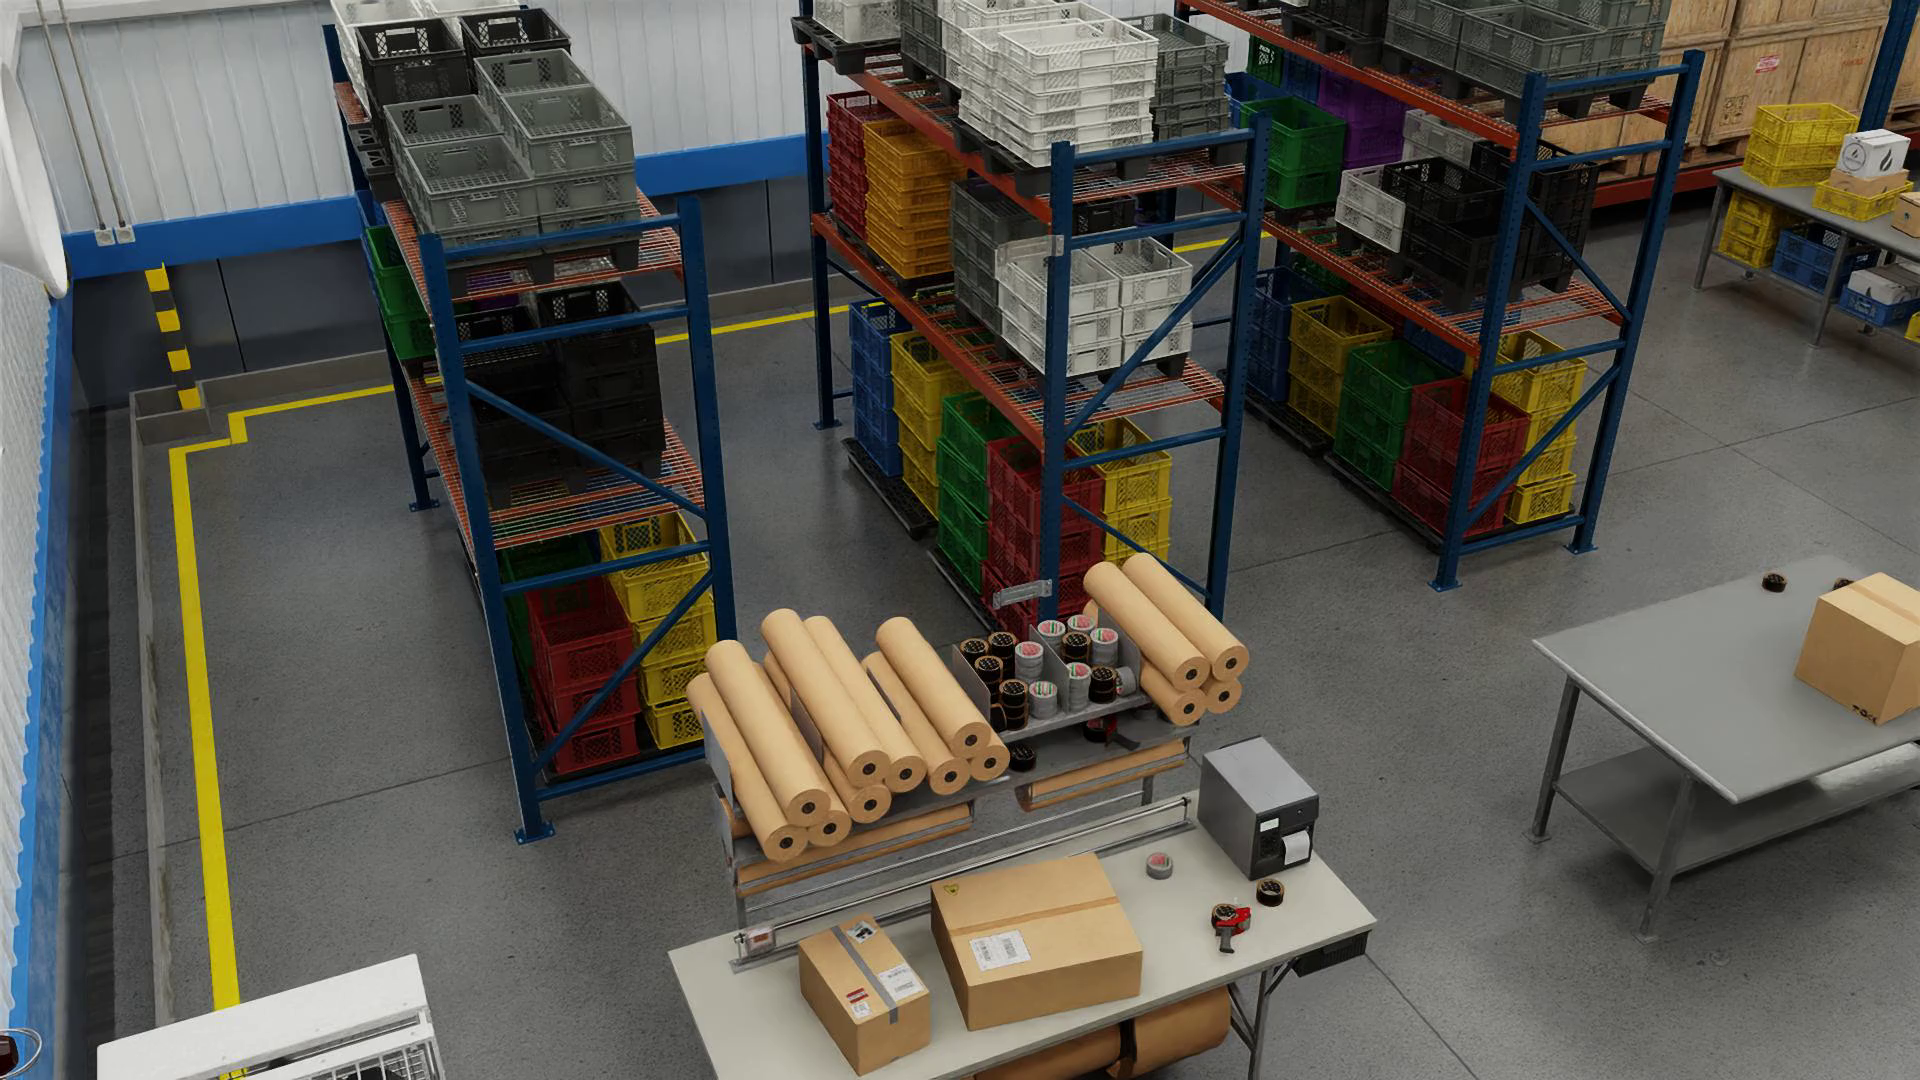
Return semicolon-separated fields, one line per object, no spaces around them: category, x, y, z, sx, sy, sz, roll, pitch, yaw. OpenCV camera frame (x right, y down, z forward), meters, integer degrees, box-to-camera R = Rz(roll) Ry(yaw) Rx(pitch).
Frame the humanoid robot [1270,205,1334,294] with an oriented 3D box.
humanoid robot;2.752;-2.771;13.113;0.603;1.657;0.315;0;32;1

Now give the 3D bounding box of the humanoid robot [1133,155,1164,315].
humanoid robot;1.389;-2.221;12.222;0.320;1.657;0.611;-5;32;-8
